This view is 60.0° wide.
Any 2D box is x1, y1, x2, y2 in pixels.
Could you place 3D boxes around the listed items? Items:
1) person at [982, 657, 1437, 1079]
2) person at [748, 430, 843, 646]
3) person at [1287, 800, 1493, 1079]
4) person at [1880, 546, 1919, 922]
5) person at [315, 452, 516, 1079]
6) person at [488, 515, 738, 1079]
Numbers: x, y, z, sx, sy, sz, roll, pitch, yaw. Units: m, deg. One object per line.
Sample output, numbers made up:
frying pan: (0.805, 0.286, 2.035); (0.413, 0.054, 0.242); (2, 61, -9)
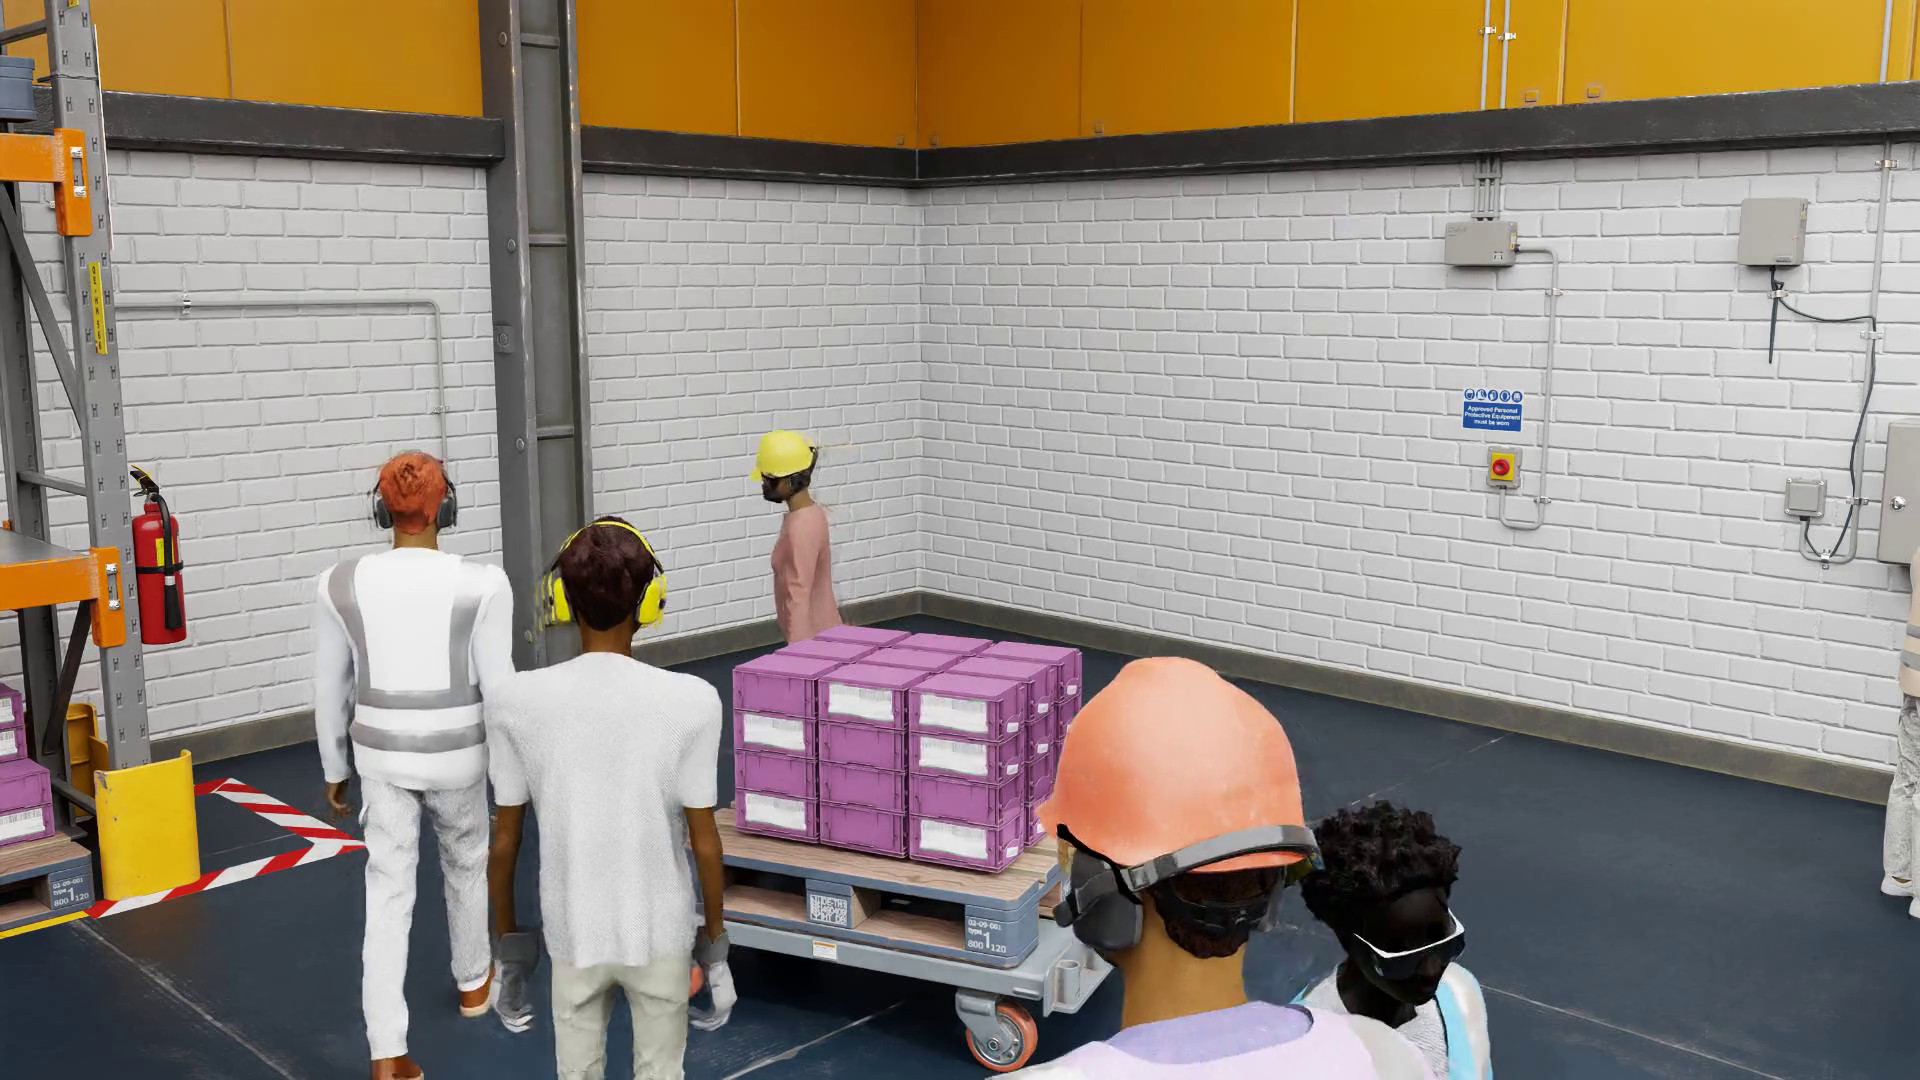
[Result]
person: (0.230, 1.112, 1.716); (0.609, 1.984, 1.102); (-6, 11, -33)
person: (-0.537, 0.415, 6.680); (0.606, 1.734, 0.563); (-1, 9, -4)
person: (0.585, 1.153, 2.453); (0.860, 1.647, 0.571); (9, 13, 43)
person: (3.579, 0.571, 6.040); (0.310, 1.640, 0.514); (2, 9, 10)
person: (-1.598, 0.660, 4.902); (0.597, 1.843, 0.963); (-1, 9, -5)
person: (-0.741, 0.881, 3.513); (0.529, 1.849, 0.603); (0, 9, 2)
